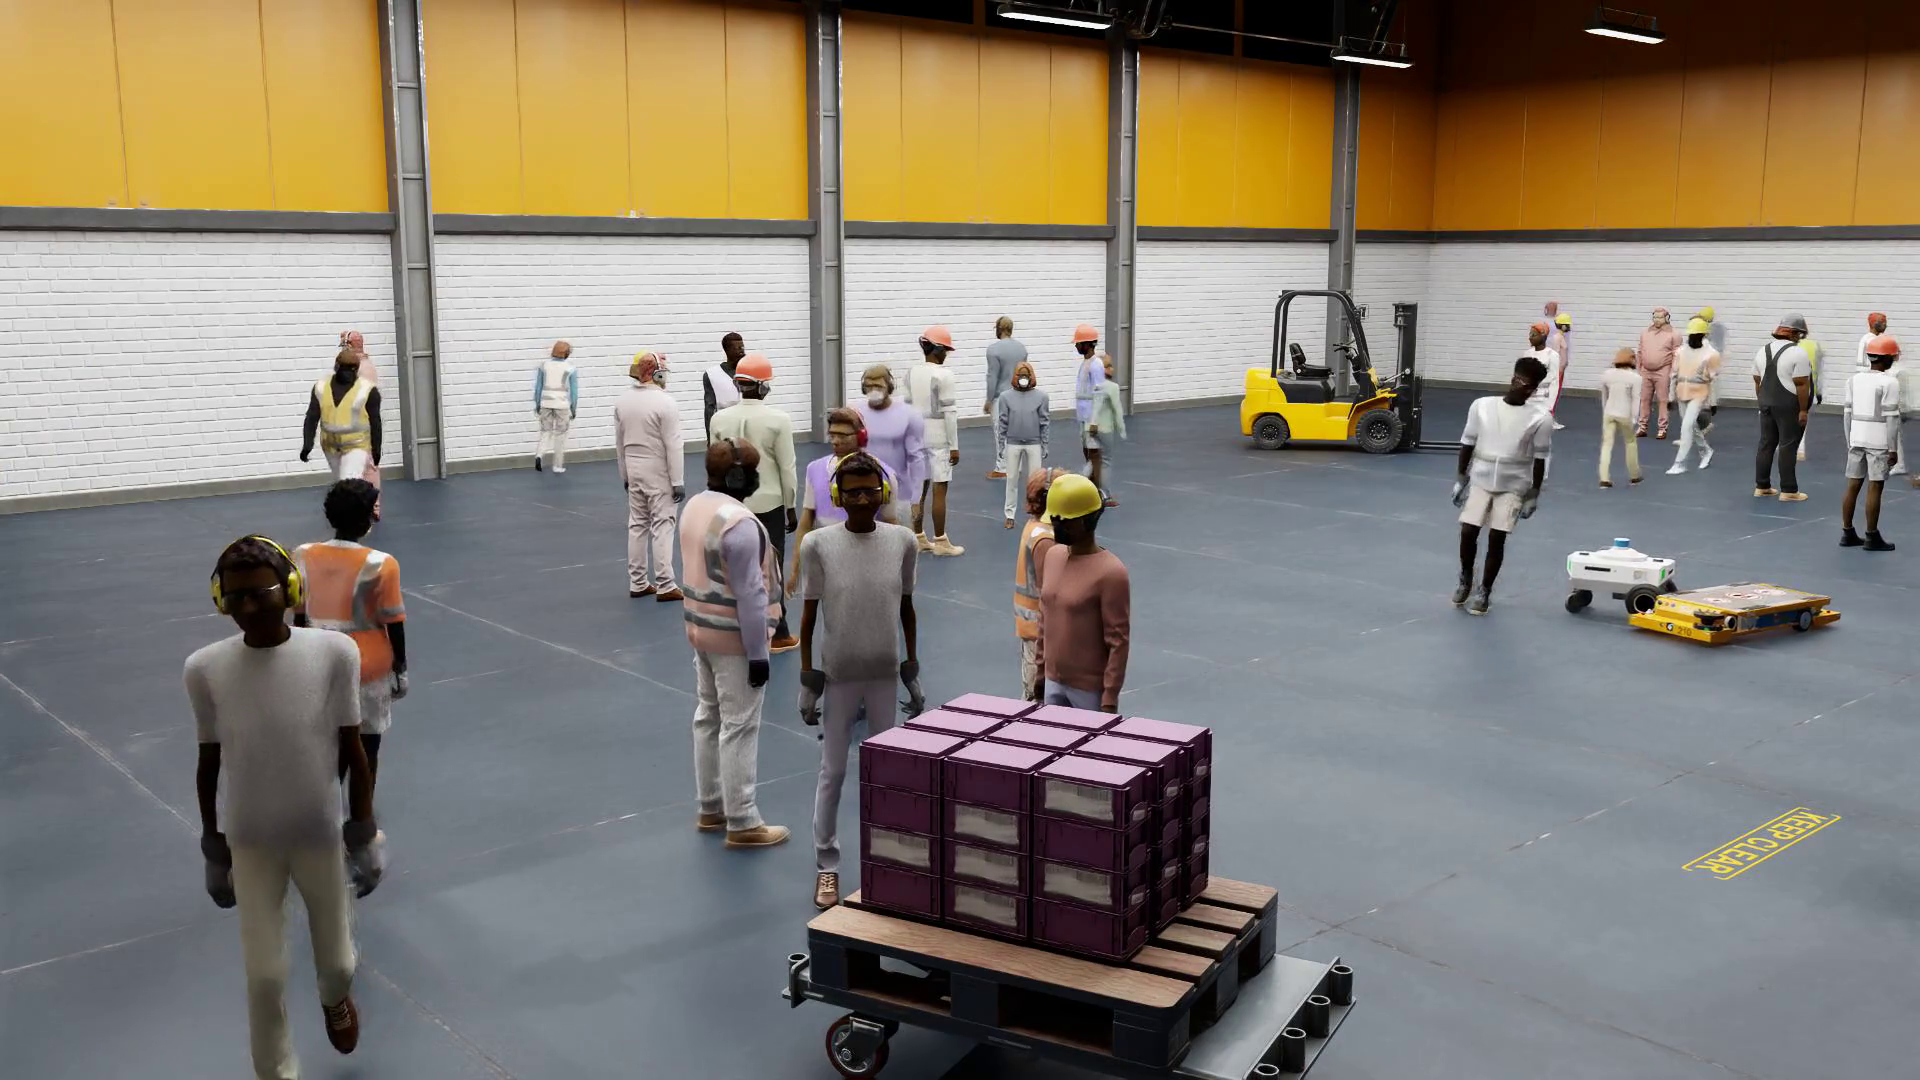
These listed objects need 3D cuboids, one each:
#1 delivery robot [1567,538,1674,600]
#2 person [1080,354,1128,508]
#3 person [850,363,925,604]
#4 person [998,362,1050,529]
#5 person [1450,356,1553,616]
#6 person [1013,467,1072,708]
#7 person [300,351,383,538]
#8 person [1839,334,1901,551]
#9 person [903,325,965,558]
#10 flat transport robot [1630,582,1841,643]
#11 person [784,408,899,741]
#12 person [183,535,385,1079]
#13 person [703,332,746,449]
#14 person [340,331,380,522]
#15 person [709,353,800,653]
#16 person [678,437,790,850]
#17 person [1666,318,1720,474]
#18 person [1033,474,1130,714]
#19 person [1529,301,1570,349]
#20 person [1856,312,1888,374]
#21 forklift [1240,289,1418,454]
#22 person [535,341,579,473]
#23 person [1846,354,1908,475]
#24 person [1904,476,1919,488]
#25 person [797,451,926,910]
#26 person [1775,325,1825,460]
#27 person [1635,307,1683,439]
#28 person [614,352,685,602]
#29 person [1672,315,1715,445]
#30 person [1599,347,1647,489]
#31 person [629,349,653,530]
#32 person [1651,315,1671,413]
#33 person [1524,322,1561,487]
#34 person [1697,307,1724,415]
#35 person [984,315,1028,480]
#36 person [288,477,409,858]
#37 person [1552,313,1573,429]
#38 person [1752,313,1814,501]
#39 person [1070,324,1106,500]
[{"bbox_3d":[4.862,0.230,12.262,0.707,0.478,0.477,6,12,32],"label":"delivery robot"},{"bbox_3d":[1.474,-1.125,17.347,0.430,1.622,0.524,-9,13,-43],"label":"person"},{"bbox_3d":[-0.544,-0.328,11.926,0.631,1.900,0.970,1,10,8],"label":"person"},{"bbox_3d":[0.615,-0.909,16.080,0.502,1.627,0.277,1,10,3],"label":"person"},{"bbox_3d":[3.952,-0.391,12.195,0.677,1.919,0.394,6,11,30],"label":"person"},{"bbox_3d":[0.411,0.462,8.006,0.308,1.639,0.524,-1,10,-3],"label":"person"},{"bbox_3d":[-5.623,-0.839,15.238,0.629,1.786,0.927,1,10,8],"label":"person"},{"bbox_3d":[8.208,-0.874,14.953,0.361,1.940,0.543,-3,10,-18],"label":"person"},{"bbox_3d":[-0.220,-0.863,14.614,0.393,2.034,0.605,-9,13,-42],"label":"person"},{"bbox_3d":[5.512,0.498,11.798,1.431,0.197,0.652,-5,11,-29],"label":"flat transport robot"},{"bbox_3d":[-0.652,0.186,9.134,0.579,1.829,0.661,6,11,30],"label":"person"},{"bbox_3d":[-2.003,0.873,4.997,0.525,1.847,0.671,-3,10,-15],"label":"person"},{"bbox_3d":[-2.145,-1.003,15.764,0.592,1.922,0.392,-7,12,-34],"label":"person"},{"bbox_3d":[-5.962,-1.116,16.479,0.401,1.905,0.642,-2,10,-12],"label":"person"},{"bbox_3d":[-1.356,-0.239,11.069,0.608,1.996,0.381,3,10,18],"label":"person"},{"bbox_3d":[-1.012,0.455,7.463,0.429,1.840,0.631,-6,12,-32],"label":"person"},{"bbox_3d":[9.001,-1.767,20.337,0.921,1.901,0.593,-5,11,-28],"label":"person"},{"bbox_3d":[0.477,0.598,6.871,0.327,1.760,0.523,-7,12,-35],"label":"person"},{"bbox_3d":[10.177,-3.184,28.706,0.653,1.871,0.948,0,10,-3],"label":"person"},{"bbox_3d":[12.280,-2.127,22.450,0.339,1.882,0.583,3,10,16],"label":"person"},{"bbox_3d":[5.034,-2.339,22.783,2.313,2.155,1.214,3,10,16],"label":"forklift"},{"bbox_3d":[-4.892,-1.594,20.113,0.546,1.614,0.514,2,10,10],"label":"person"},{"bbox_3d":[11.020,-1.546,19.887,0.842,1.589,0.506,-1,10,-3],"label":"person"},{"bbox_3d":[11.244,-1.493,18.752,0.985,1.892,0.645,2,10,9],"label":"person"},{"bbox_3d":[-0.399,0.562,6.755,0.530,1.869,0.311,-3,10,-18],"label":"person"},{"bbox_3d":[10.892,-1.946,21.710,0.634,1.784,0.987,0,10,-3],"label":"person"},{"bbox_3d":[10.063,-2.412,24.057,0.411,1.908,0.643,-9,13,-43],"label":"person"},{"bbox_3d":[-2.337,-0.484,12.767,0.652,1.906,0.402,7,12,37],"label":"person"},{"bbox_3d":[10.272,-2.225,23.191,0.539,1.826,0.530,0,10,-2],"label":"person"},{"bbox_3d":[7.576,-1.395,18.993,0.815,1.593,0.513,-9,13,-41],"label":"person"},{"bbox_3d":[-3.043,-0.969,16.088,0.325,1.740,0.492,0,10,-3],"label":"person"},{"bbox_3d":[11.745,-2.971,27.937,0.321,1.696,0.536,-8,12,-39],"label":"person"},{"bbox_3d":[6.606,-1.549,19.072,0.352,1.883,0.580,-3,10,-19],"label":"person"},{"bbox_3d":[12.434,-2.972,27.699,0.672,1.790,0.404,-5,11,-29],"label":"person"},{"bbox_3d":[0.539,-1.679,19.668,0.359,1.938,0.633,9,13,43],"label":"person"},{"bbox_3d":[-2.663,0.560,7.302,0.548,1.677,0.375,2,10,11],"label":"person"},{"bbox_3d":[9.166,-2.576,25.426,0.328,1.767,0.532,5,11,29],"label":"person"},{"bbox_3d":[8.972,-1.453,18.049,0.536,2.000,0.676,-3,10,-19],"label":"person"},{"bbox_3d":[1.337,-1.284,17.372,0.376,1.934,0.546,-1,10,-8],"label":"person"}]
